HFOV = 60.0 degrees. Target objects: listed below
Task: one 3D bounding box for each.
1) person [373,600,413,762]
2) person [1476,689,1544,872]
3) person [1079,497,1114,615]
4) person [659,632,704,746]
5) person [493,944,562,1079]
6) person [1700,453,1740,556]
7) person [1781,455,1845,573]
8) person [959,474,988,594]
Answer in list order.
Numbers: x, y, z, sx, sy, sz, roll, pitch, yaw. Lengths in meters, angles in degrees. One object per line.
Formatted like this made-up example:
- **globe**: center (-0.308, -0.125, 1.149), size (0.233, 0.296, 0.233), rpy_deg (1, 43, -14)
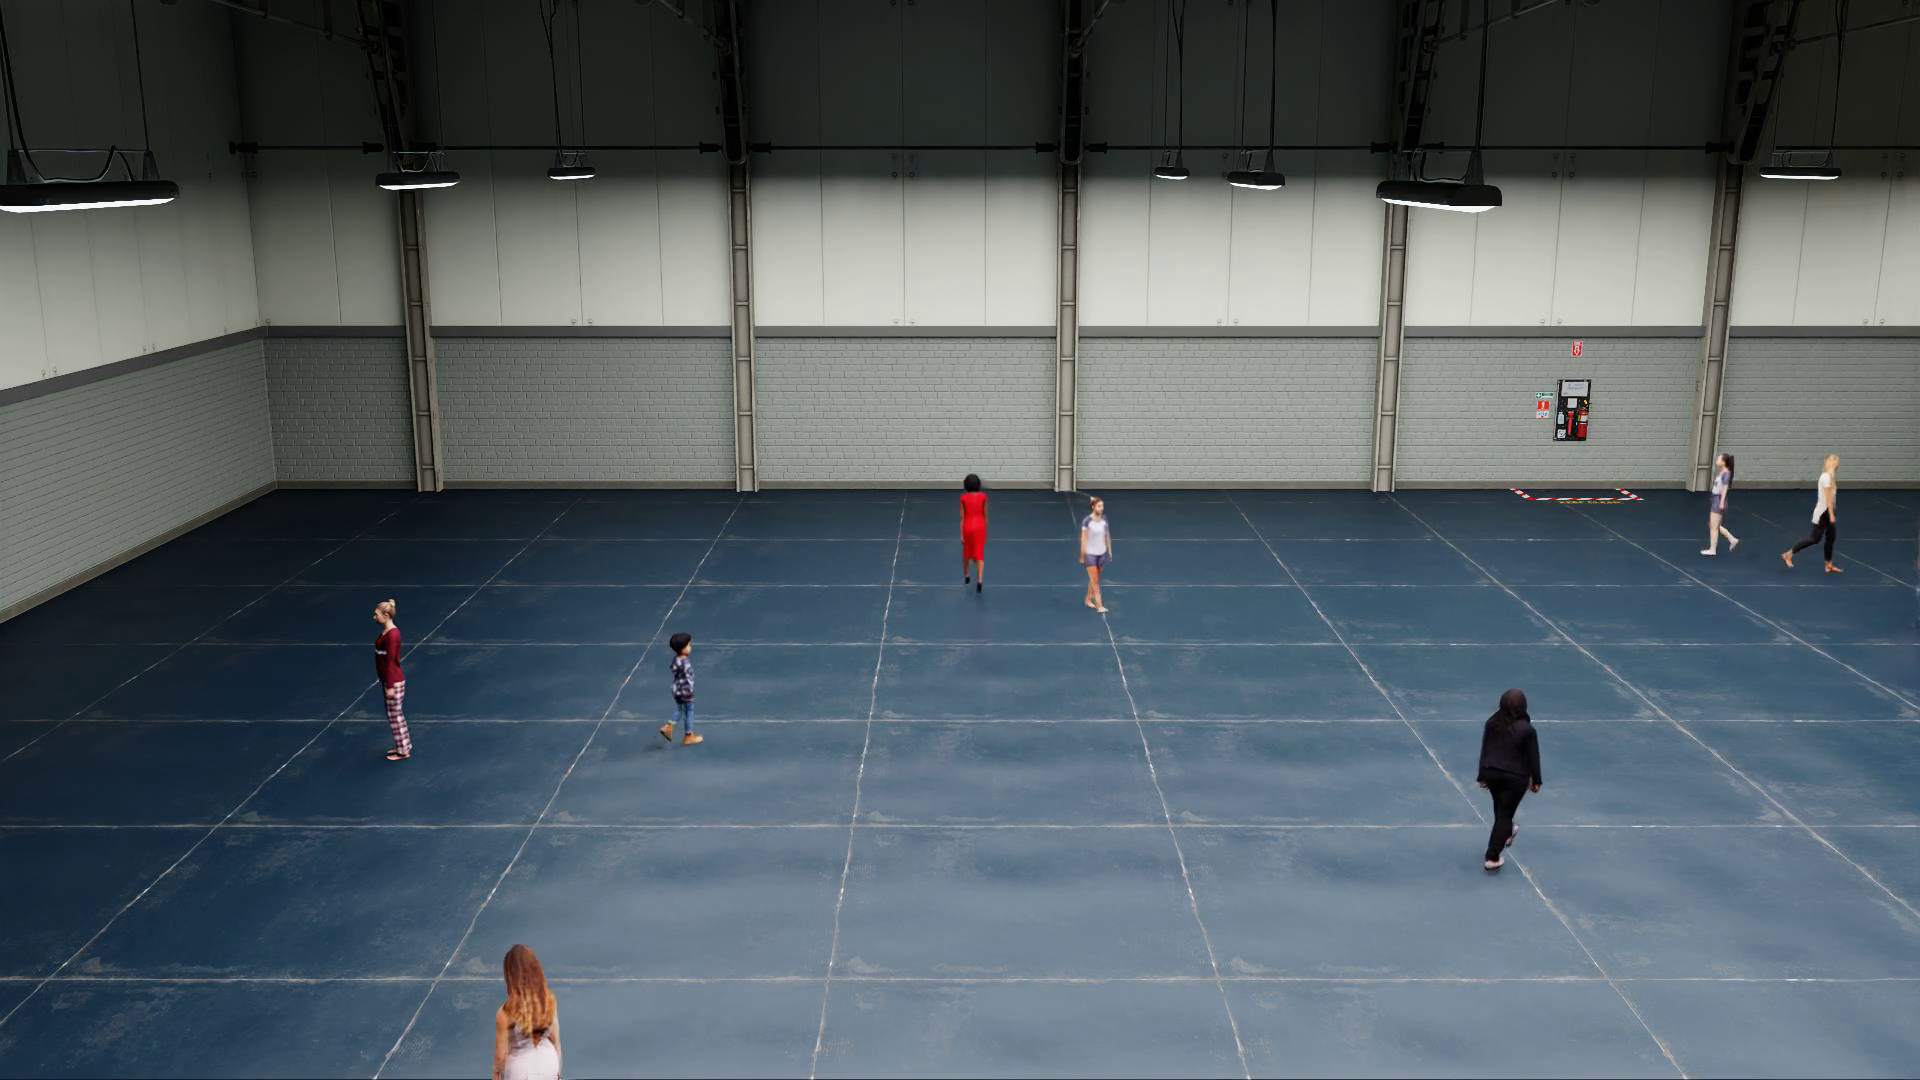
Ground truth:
- **person**: center (-5.912, 1.452, 17.317), size (0.672, 1.699, 0.682), rpy_deg (-6, 15, -26)
- **person**: center (4.780, 2.139, 14.639), size (1.119, 1.569, 1.149), rpy_deg (11, 17, 40)
- **person**: center (1.814, 0.198, 22.966), size (0.950, 1.594, 0.931), rpy_deg (-9, 16, -33)
- **person**: center (-2.996, 1.594, 17.713), size (0.774, 1.243, 0.684), rpy_deg (-9, 16, -33)
- **person**: center (-2.434, 3.206, 9.615), size (0.777, 1.757, 0.717), rpy_deg (10, 17, 38)
- **person**: center (12.008, -0.547, 26.086), size (0.877, 1.638, 0.772), rpy_deg (5, 14, 22)
- **person**: center (12.853, -0.369, 24.975), size (1.165, 1.793, 0.913), rpy_deg (6, 15, 26)
- **person**: center (0.225, -0.051, 23.816), size (1.063, 1.695, 0.713), rpy_deg (-1, 13, -6)
